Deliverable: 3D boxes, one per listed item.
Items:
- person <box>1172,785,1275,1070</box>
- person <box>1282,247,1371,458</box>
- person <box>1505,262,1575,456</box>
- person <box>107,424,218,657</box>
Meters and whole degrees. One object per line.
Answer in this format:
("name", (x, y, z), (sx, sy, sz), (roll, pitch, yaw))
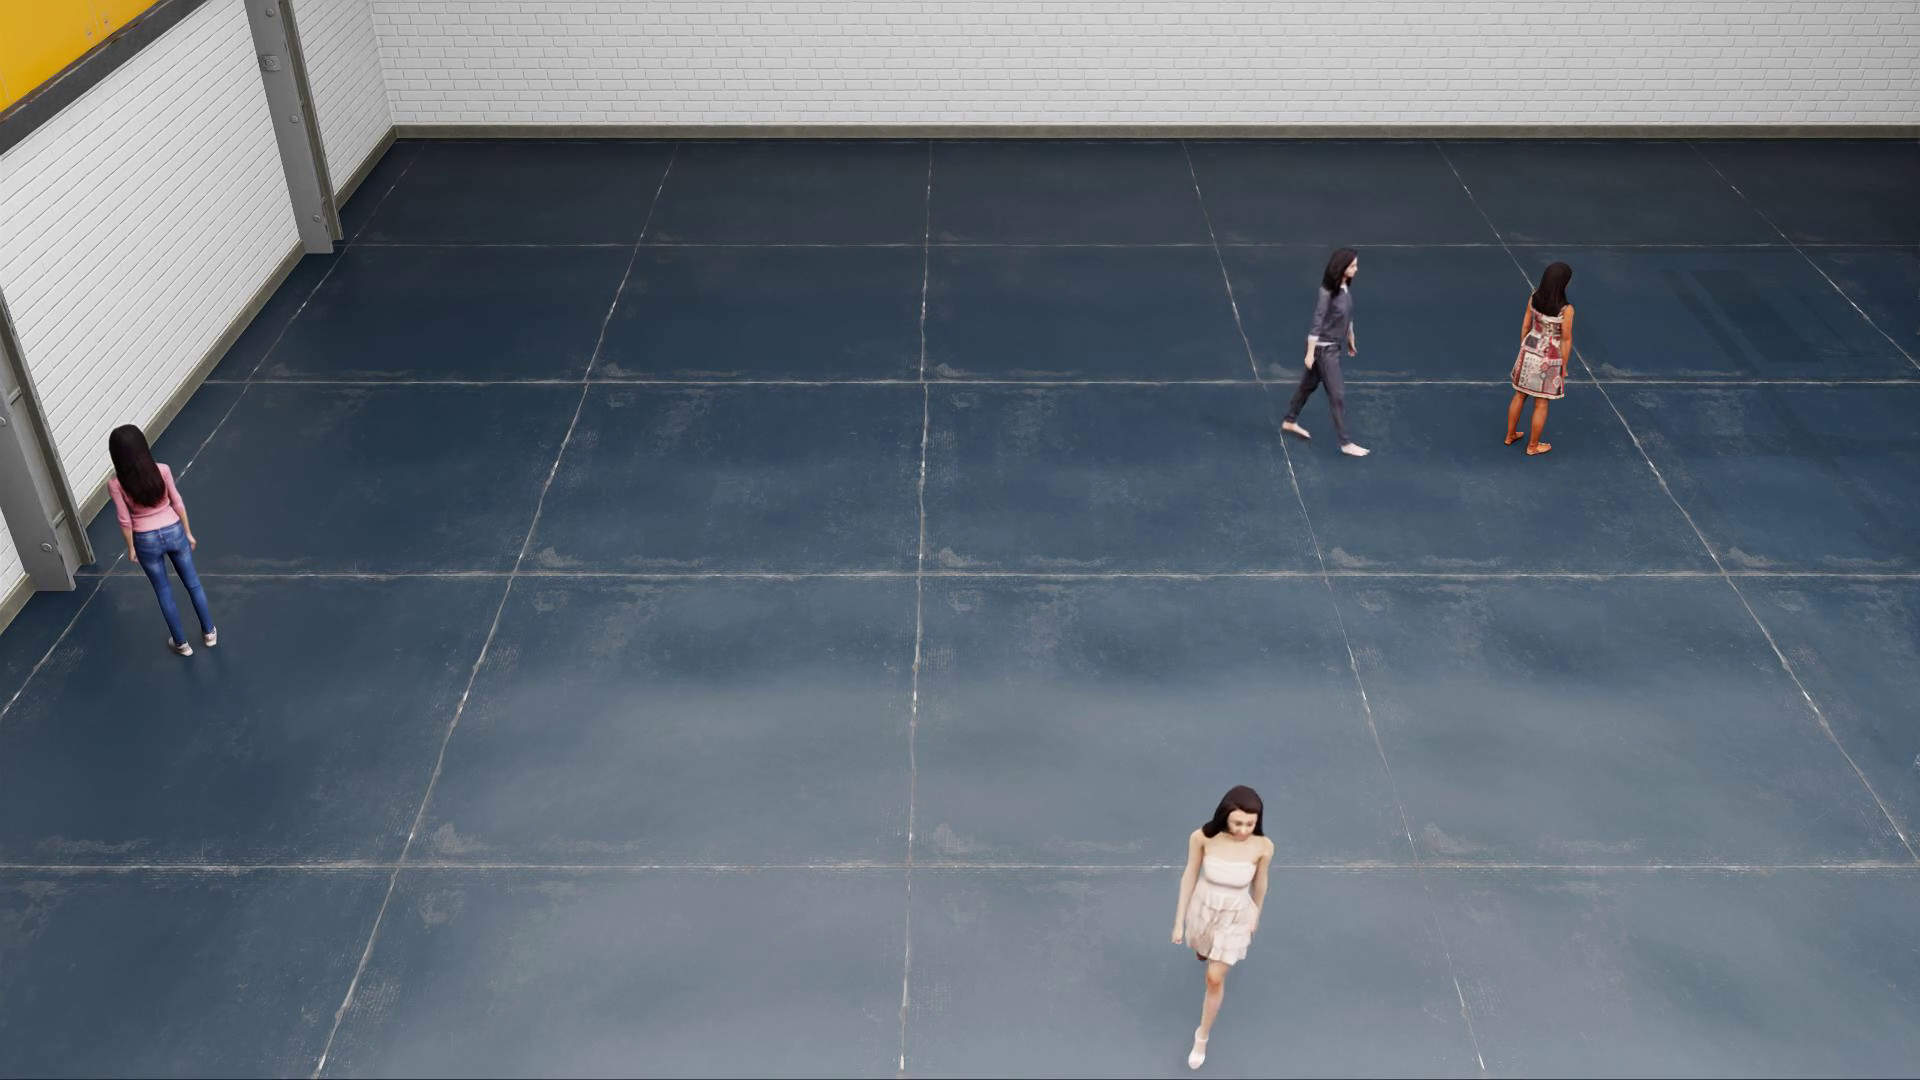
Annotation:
("person", (1.309, 1.839, 8.346), (0.761, 1.708, 1.071), (9, 35, 14))
("person", (2.866, -1.563, 13.445), (1.046, 1.730, 1.086), (20, 39, 28))
("person", (4.676, -1.471, 13.382), (0.782, 1.645, 0.688), (-23, 40, -31))
("person", (-5.333, 0.000, 11.082), (0.651, 1.742, 0.683), (-22, 40, -30))
